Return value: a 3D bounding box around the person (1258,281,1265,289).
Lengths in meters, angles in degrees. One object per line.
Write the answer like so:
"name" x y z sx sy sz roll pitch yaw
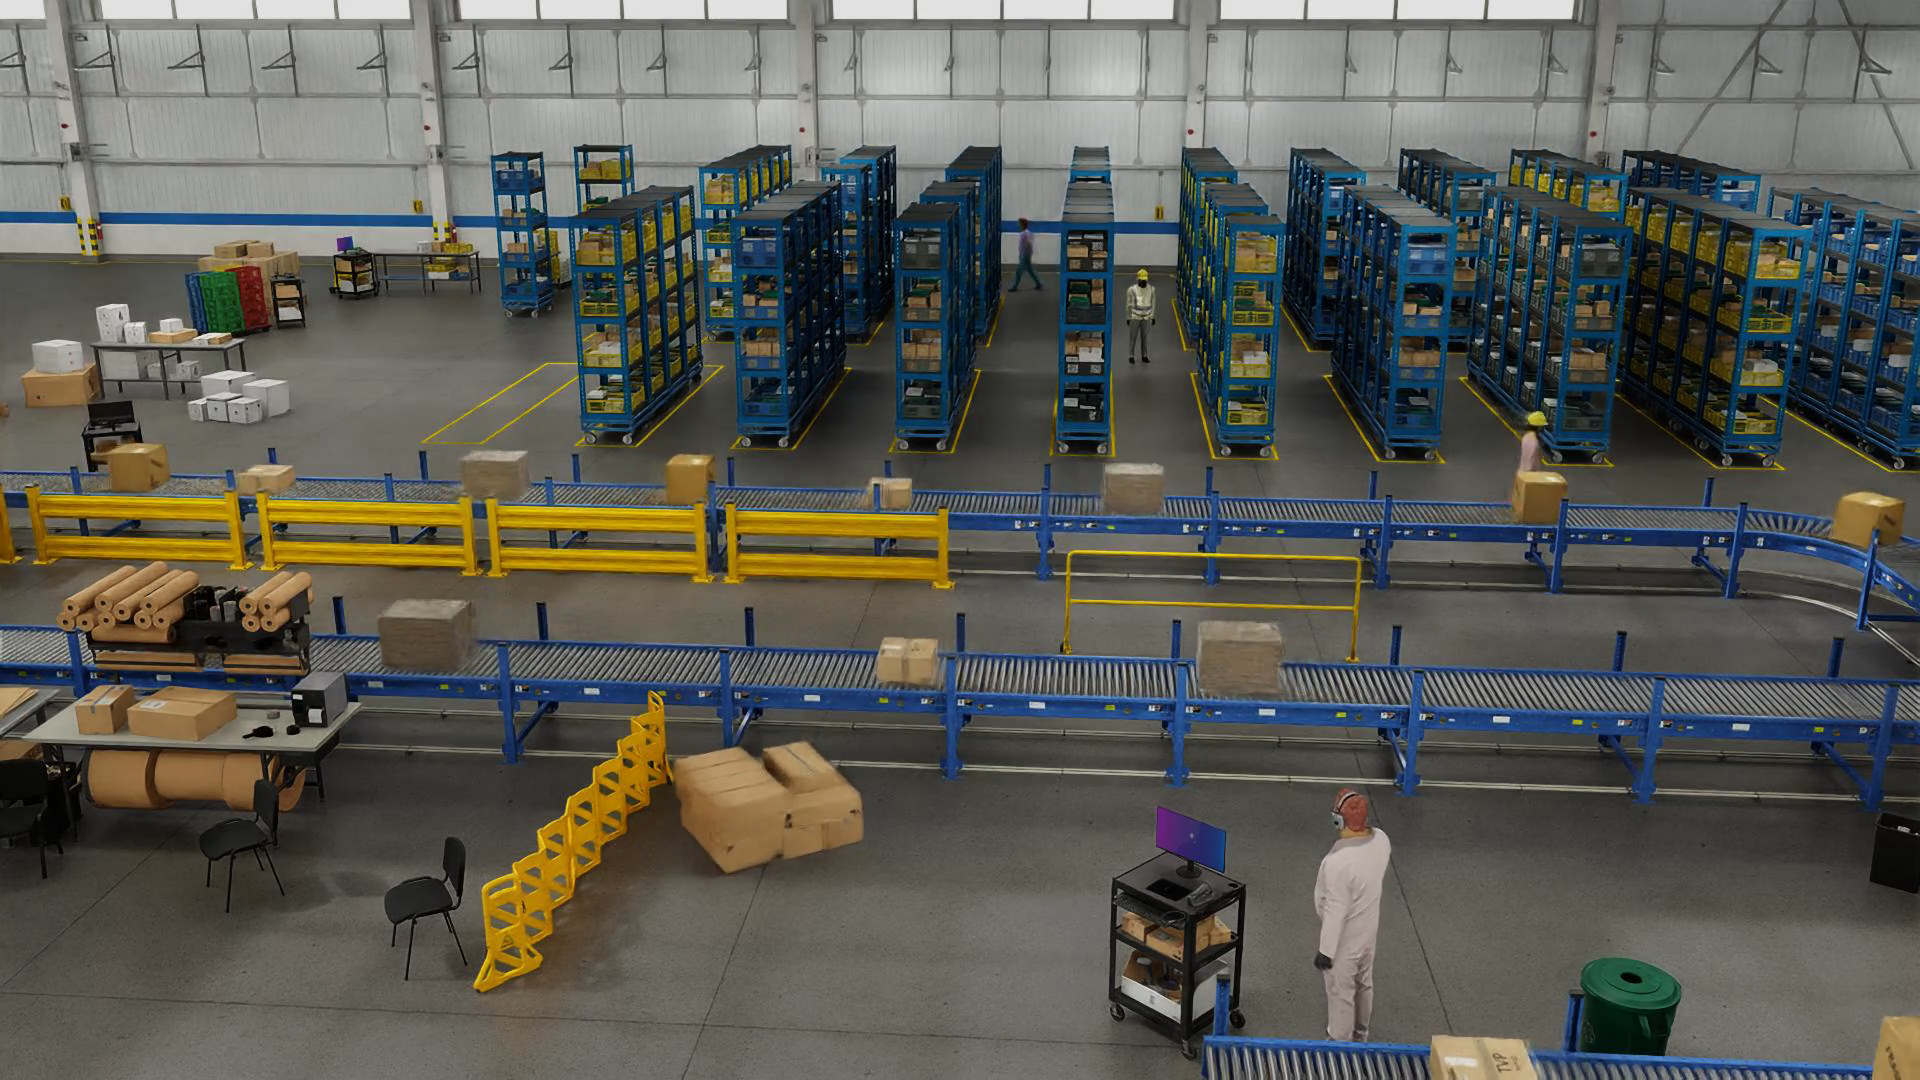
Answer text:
"person" 6.394 -5.555 35.929 0.397 1.990 0.627 -3 18 -9

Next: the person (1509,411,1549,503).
"person" 7.219 -0.816 21.304 0.816 1.734 0.529 2 18 8

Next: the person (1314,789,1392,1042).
"person" 2.442 2.478 10.586 0.401 1.905 0.642 15 23 39

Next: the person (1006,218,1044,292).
"person" 1.634 -7.002 40.831 0.950 1.807 0.583 -3 18 -9

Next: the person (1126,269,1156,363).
"person" 3.530 -4.353 32.373 0.592 1.832 0.404 -4 18 -12
